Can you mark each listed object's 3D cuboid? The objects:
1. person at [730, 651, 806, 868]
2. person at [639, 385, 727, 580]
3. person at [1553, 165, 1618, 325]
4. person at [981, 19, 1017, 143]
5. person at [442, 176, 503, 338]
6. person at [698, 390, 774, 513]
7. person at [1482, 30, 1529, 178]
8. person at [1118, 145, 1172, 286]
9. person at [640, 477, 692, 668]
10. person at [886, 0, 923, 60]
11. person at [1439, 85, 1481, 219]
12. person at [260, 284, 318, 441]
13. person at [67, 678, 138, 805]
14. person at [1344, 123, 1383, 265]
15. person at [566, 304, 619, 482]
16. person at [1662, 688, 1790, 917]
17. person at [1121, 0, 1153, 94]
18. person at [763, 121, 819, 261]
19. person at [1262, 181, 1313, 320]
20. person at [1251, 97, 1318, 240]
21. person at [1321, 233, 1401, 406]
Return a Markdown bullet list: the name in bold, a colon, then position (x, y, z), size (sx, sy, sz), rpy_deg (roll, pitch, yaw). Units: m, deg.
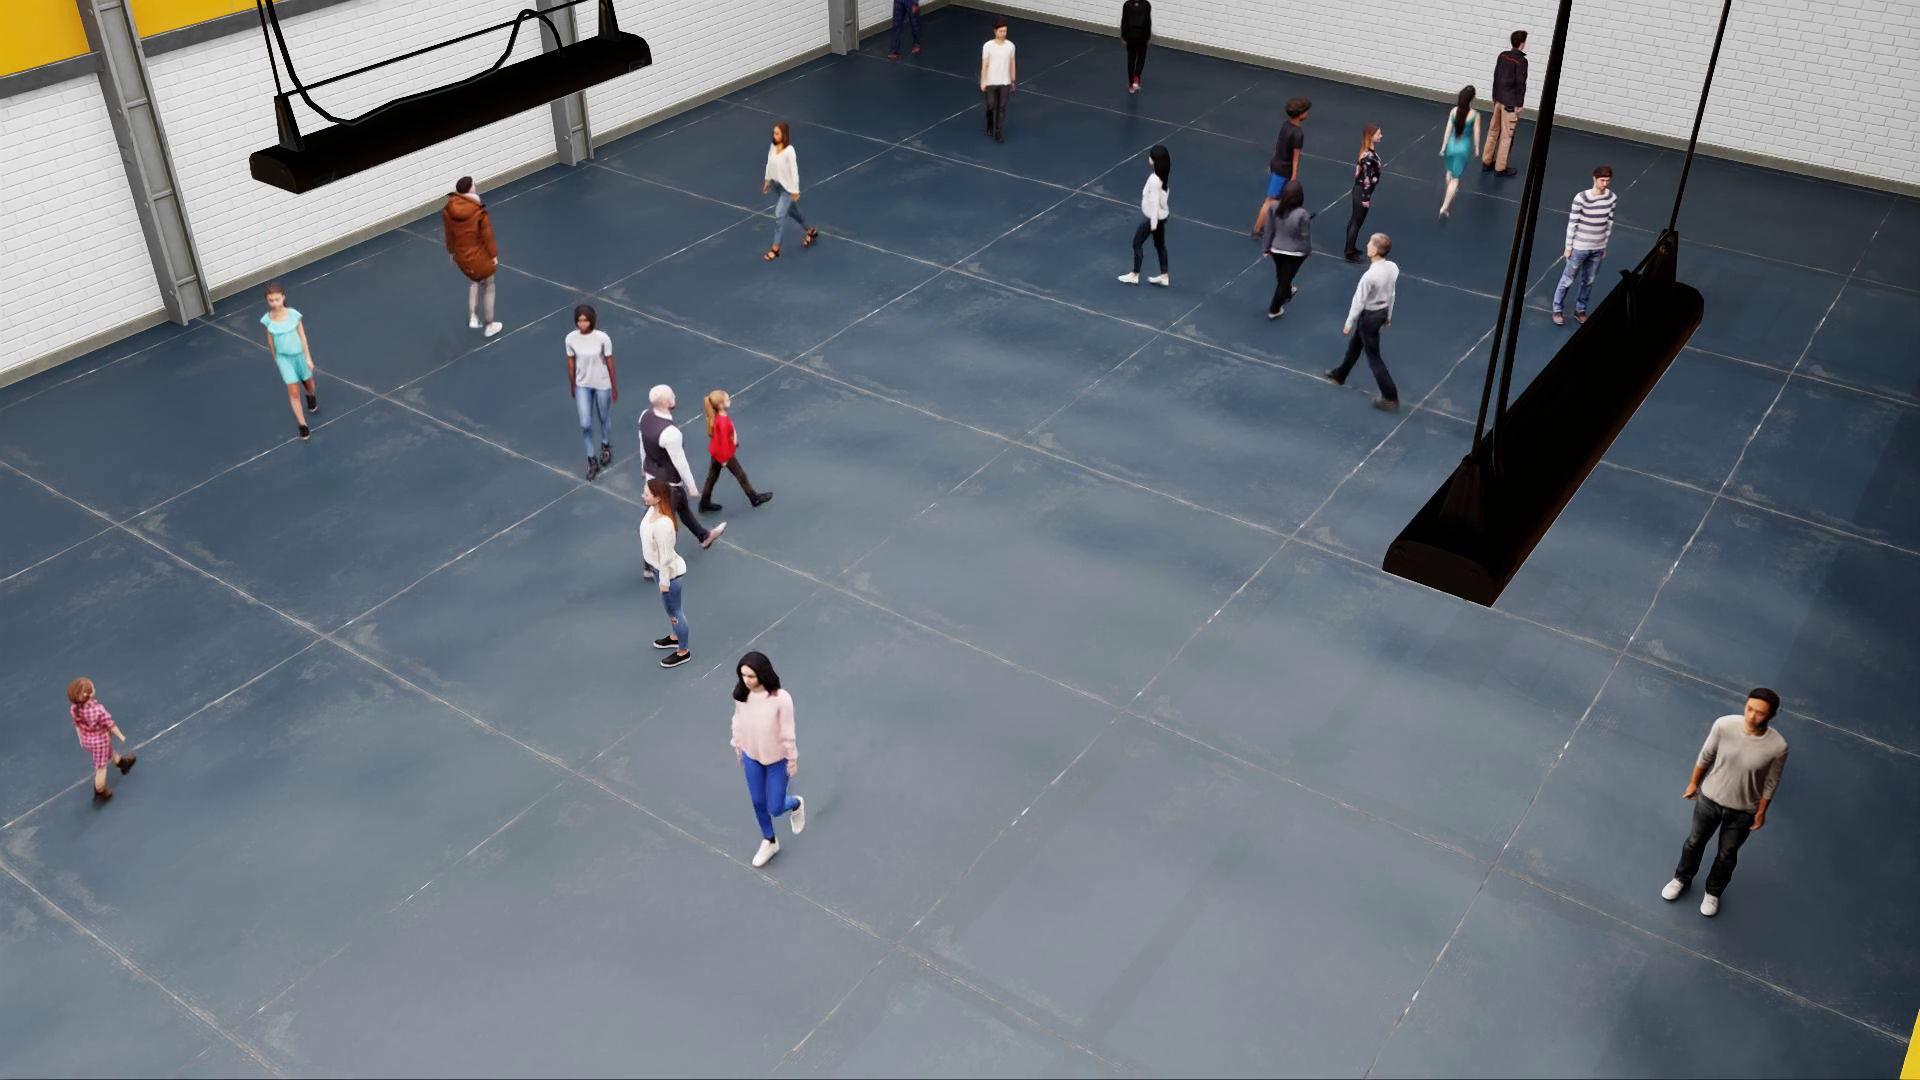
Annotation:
- **person**: position (-1.273, 1.445, 11.355), size (0.719, 1.753, 0.824), rpy_deg (15, 37, 22)
- **person**: position (-2.584, -0.457, 14.190), size (1.235, 1.782, 0.955), rpy_deg (-23, 40, -30)
- **person**: position (6.918, -3.264, 18.354), size (0.706, 1.847, 0.749), rpy_deg (-3, 34, -5)
- **person**: position (0.508, -6.452, 23.273), size (0.787, 1.712, 0.850), rpy_deg (-6, 34, -10)
- **person**: position (-5.298, -3.028, 18.021), size (0.815, 1.824, 0.828), rpy_deg (10, 35, 15)
- **person**: position (-2.215, -0.776, 15.155), size (0.975, 1.245, 0.799), rpy_deg (-13, 36, -19)
- **person**: position (7.282, -5.823, 22.135), size (0.777, 1.925, 0.789), rpy_deg (-15, 36, -21)
- **person**: position (2.331, -3.705, 19.167), size (0.811, 1.682, 0.826), rpy_deg (11, 35, 16)
- **person**: position (-2.335, 0.237, 13.228), size (0.738, 1.692, 0.703), rpy_deg (-10, 35, -14)
- **person**: position (-0.780, -8.563, 26.398), size (0.715, 1.769, 1.144), rpy_deg (20, 38, 27)
- **person**: position (6.236, -4.841, 20.909), size (0.614, 1.647, 1.005), rpy_deg (19, 38, 26)
- **person**: position (-6.600, -1.831, 16.486), size (1.053, 1.530, 1.016), rpy_deg (-11, 35, -16)
- **person**: position (-6.260, 1.454, 12.018), size (0.623, 1.004, 0.796), rpy_deg (5, 34, 8)
- **person**: position (4.802, -4.151, 19.837), size (0.703, 1.683, 0.578), rpy_deg (6, 34, 8)
- **person**: position (-3.467, -1.484, 15.805), size (0.882, 1.705, 0.965), rpy_deg (-2, 34, -3)
- **person**: position (5.061, 1.691, 10.932), size (0.660, 1.812, 0.533), rpy_deg (23, 40, 30)
- **person**: position (2.642, -7.523, 24.928), size (0.715, 1.664, 0.735), rpy_deg (5, 34, 7)
- **person**: position (-2.027, -4.237, 20.005), size (1.140, 1.640, 0.856), rpy_deg (-22, 39, -29)
- **person**: position (3.603, -3.201, 18.514), size (0.769, 1.566, 0.978), rpy_deg (28, 43, 36)
- **person**: position (3.881, -4.514, 20.330), size (1.172, 1.742, 1.085), rpy_deg (-7, 34, -11)
- **person**: position (4.219, -2.190, 16.804), size (1.208, 1.774, 0.891), rpy_deg (-28, 43, -35)
